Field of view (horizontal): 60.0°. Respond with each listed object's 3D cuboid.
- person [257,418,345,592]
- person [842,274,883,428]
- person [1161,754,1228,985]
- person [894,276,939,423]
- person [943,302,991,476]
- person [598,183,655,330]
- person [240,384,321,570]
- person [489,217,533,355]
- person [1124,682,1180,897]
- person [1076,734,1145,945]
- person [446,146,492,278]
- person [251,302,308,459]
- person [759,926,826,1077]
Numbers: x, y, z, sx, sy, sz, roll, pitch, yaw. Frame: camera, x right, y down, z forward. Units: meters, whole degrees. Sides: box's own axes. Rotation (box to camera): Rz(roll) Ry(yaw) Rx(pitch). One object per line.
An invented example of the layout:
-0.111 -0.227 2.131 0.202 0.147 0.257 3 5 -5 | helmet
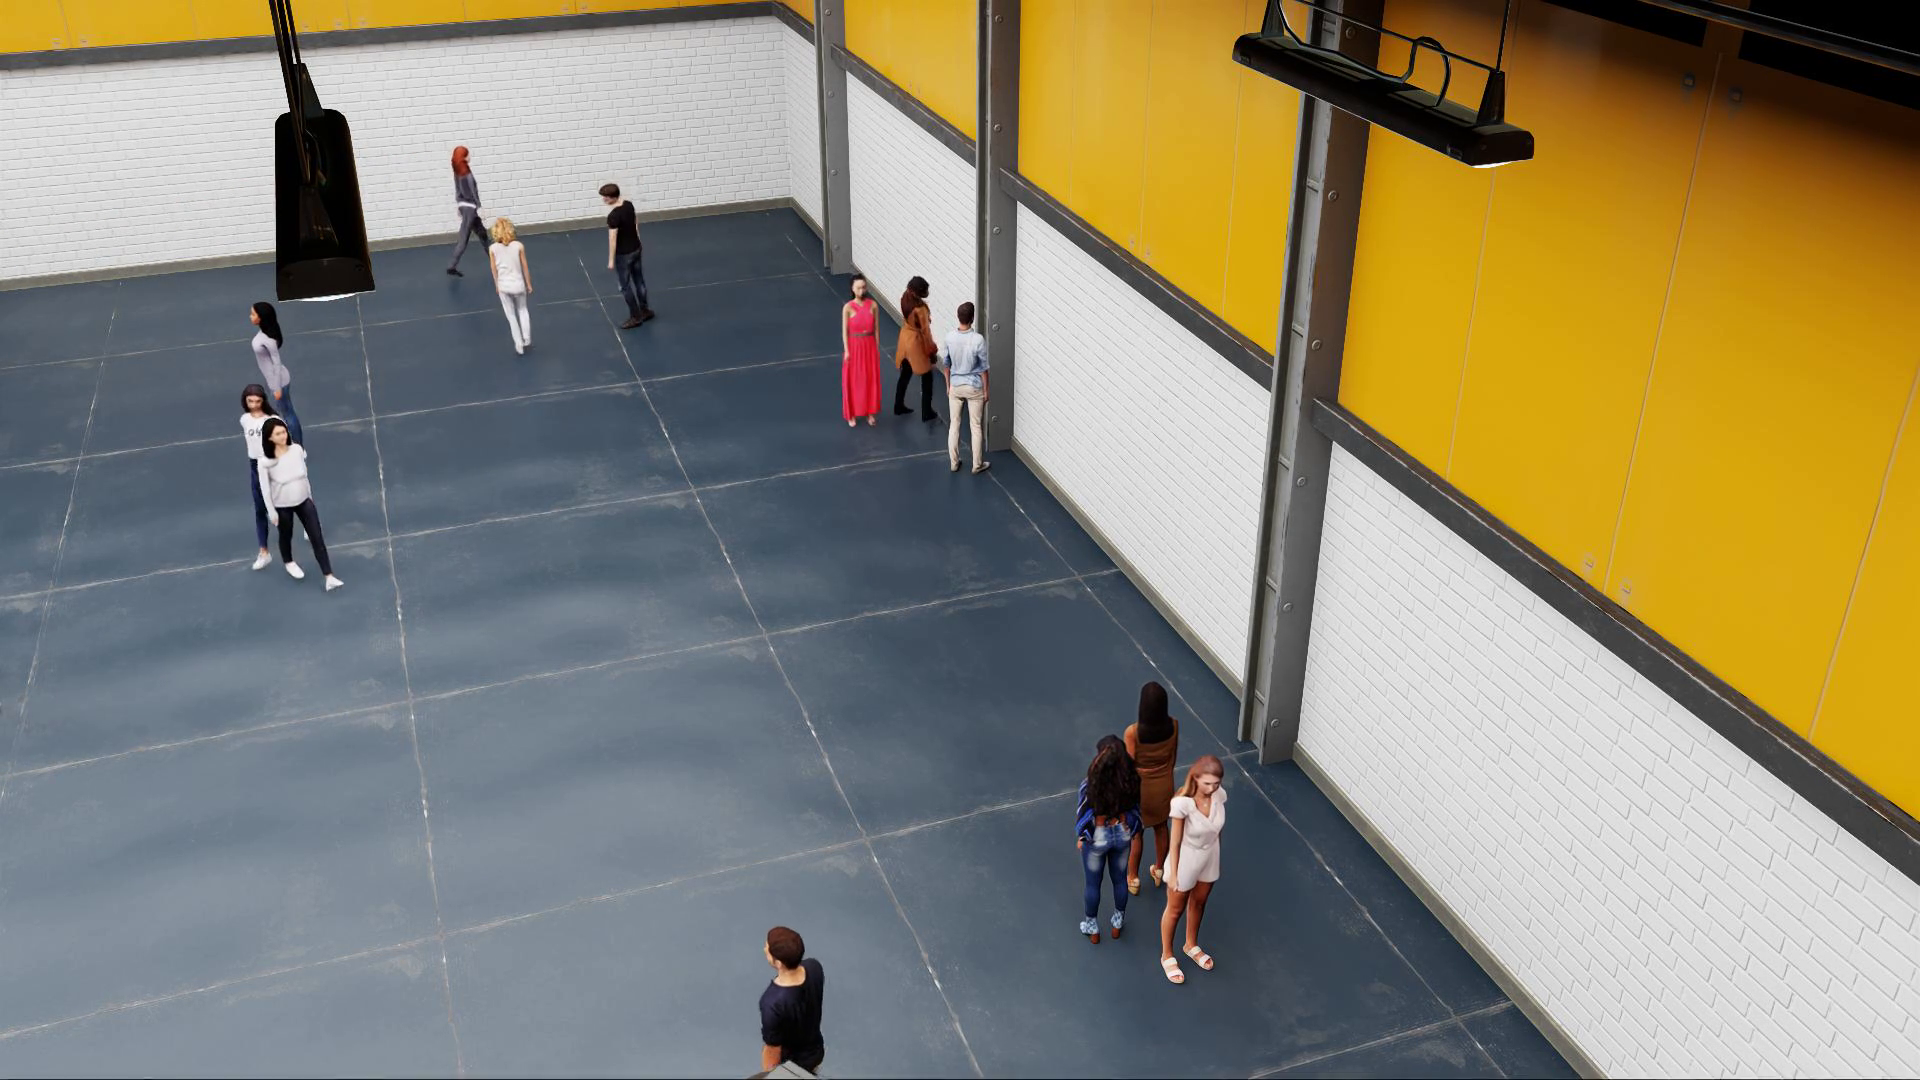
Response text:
-6.087 -0.330 15.030 1.193 1.651 0.967 24 37 36 | person
-1.080 -2.070 18.142 0.611 1.727 0.565 -9 30 -15 | person
1.492 2.048 10.624 0.592 1.695 0.593 -14 32 -24 | person
-0.476 -2.071 18.179 0.845 1.692 0.671 -25 38 -38 | person
0.065 -1.563 17.085 0.730 1.848 0.768 10 30 17 | person
-4.103 -3.603 20.813 0.929 1.859 0.846 19 34 31 | person
-6.372 -0.636 15.580 0.964 1.661 1.216 5 29 9 | person
-5.389 -3.019 19.958 0.575 1.653 0.636 -9 30 -16 | person
1.282 1.684 11.298 0.566 1.690 0.515 -12 31 -21 | person
0.965 1.950 10.887 0.629 1.617 0.579 -6 29 -11 | person
-6.675 -4.371 22.352 0.985 1.735 1.195 -23 36 -36 | person
-7.123 -1.668 17.395 0.681 1.735 0.490 -13 31 -23 | person
-0.818 2.845 9.009 0.998 1.844 0.917 16 33 27 | person
